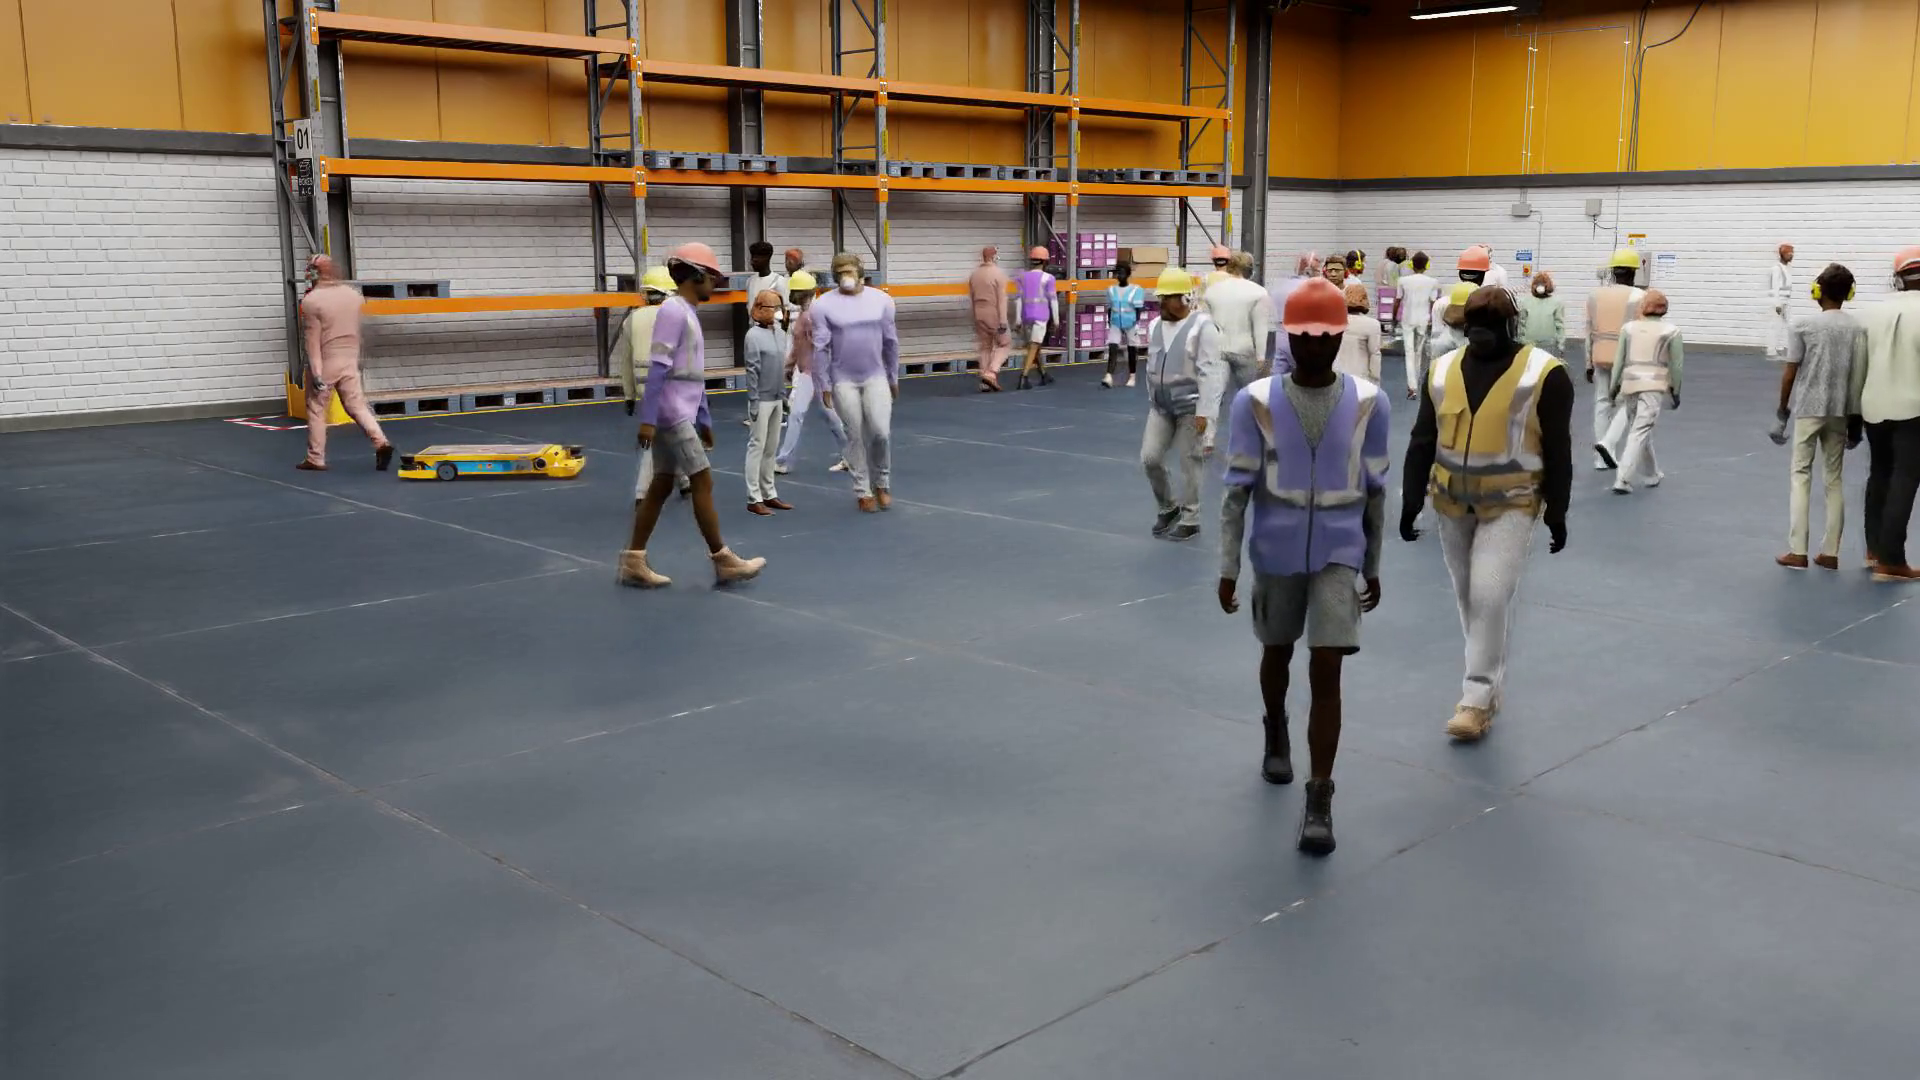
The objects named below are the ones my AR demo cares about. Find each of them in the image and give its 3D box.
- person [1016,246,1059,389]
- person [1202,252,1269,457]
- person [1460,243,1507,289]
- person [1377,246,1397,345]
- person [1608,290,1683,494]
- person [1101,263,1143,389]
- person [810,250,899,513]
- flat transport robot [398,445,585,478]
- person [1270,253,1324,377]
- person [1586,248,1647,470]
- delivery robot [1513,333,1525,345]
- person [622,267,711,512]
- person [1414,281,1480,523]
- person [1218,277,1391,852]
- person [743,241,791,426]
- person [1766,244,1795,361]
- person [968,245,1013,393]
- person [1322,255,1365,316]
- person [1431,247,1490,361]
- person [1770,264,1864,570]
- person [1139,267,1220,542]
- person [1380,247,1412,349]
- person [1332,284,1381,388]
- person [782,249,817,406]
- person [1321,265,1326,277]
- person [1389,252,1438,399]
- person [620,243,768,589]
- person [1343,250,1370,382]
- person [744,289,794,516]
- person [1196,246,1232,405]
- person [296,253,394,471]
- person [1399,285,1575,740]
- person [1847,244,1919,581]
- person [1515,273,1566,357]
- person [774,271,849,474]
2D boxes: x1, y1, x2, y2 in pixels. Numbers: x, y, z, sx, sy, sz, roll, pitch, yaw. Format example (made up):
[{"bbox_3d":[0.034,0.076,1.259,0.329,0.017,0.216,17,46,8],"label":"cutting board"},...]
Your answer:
[{"bbox_3d":[1.034,-2.941,22.052,0.561,1.880,0.988,7,12,33],"label":"person"},{"bbox_3d":[2.536,-1.718,15.398,0.700,1.867,1.043,6,12,29],"label":"person"},{"bbox_3d":[7.151,-3.114,22.890,0.636,1.910,0.406,6,12,31],"label":"person"},{"bbox_3d":[7.758,-4.399,30.130,0.456,1.820,0.696,0,10,1],"label":"person"},{"bbox_3d":[5.407,-1.167,13.134,0.858,1.585,0.523,-8,13,-39],"label":"person"},{"bbox_3d":[2.145,-2.826,21.982,0.544,1.644,0.861,5,11,24],"label":"person"},{"bbox_3d":[-0.753,-1.134,12.083,0.658,1.912,0.450,-2,11,-9],"label":"person"},{"bbox_3d":[-3.938,-0.670,14.027,1.431,0.197,0.652,-1,10,-5],"label":"flat transport robot"},{"bbox_3d":[3.293,-1.828,16.045,0.876,1.845,0.715,-4,11,-21],"label":"person"},{"bbox_3d":[5.607,-1.534,14.254,0.498,1.915,0.586,-9,14,-40],"label":"person"},{"bbox_3d":[9.338,-3.452,28.165,0.707,0.478,0.477,-6,12,-32],"label":"delivery robot"},{"bbox_3d":[-2.175,-1.123,12.371,0.598,1.783,0.936,7,13,34],"label":"person"},{"bbox_3d":[3.301,-0.874,11.173,0.492,1.719,0.662,-10,14,-42],"label":"person"},{"bbox_3d":[1.193,0.030,5.802,0.564,1.894,0.998,2,11,8],"label":"person"},{"bbox_3d":[-2.046,-2.172,17.596,0.609,1.963,0.368,9,14,40],"label":"person"},{"bbox_3d":[13.264,-3.811,26.780,0.621,1.872,0.472,-10,14,-43],"label":"person"},{"bbox_3d":[0.414,-2.828,21.340,0.431,1.894,0.655,-10,14,-42],"label":"person"},{"bbox_3d":[3.373,-1.646,15.050,0.566,1.846,0.389,3,11,16],"label":"person"},{"bbox_3d":[3.743,-1.183,12.277,0.542,1.938,0.357,5,11,24],"label":"person"},{"bbox_3d":[5.223,-0.734,10.097,0.515,1.855,0.372,1,10,3],"label":"person"},{"bbox_3d":[1.439,-0.885,11.003,0.597,1.814,0.433,9,14,41],"label":"person"},{"bbox_3d":[7.876,-4.284,29.525,0.782,1.824,0.641,1,10,5],"label":"person"},{"bbox_3d":[3.226,-1.295,13.750,0.507,1.628,0.283,8,13,36],"label":"person"},{"bbox_3d":[-1.918,-2.533,19.835,0.571,1.867,0.569,7,12,32],"label":"person"},{"bbox_3d":[6.574,-4.156,29.451,0.527,1.585,0.883,6,12,30],"label":"person"},{"bbox_3d":[5.646,-2.665,20.688,0.535,1.830,0.964,1,10,4],"label":"person"},{"bbox_3d":[-1.546,-0.701,9.546,0.932,1.973,0.697,-1,10,-6],"label":"person"},{"bbox_3d":[4.602,-2.413,19.212,0.808,1.841,0.531,-3,11,-15],"label":"person"},{"bbox_3d":[-1.397,-1.004,12.127,0.281,1.633,0.501,5,11,23],"label":"person"},{"bbox_3d":[3.156,-2.577,20.009,0.570,1.883,0.989,4,11,22],"label":"person"},{"bbox_3d":[-5.315,-1.507,14.230,0.880,1.874,0.646,6,12,28],"label":"person"},{"bbox_3d":[2.071,-0.112,6.759,0.661,1.816,0.782,10,14,43],"label":"person"},{"bbox_3d":[5.652,-0.742,9.799,0.664,1.971,0.745,-5,12,-27],"label":"person"},{"bbox_3d":[6.487,-2.176,18.606,0.544,1.608,0.446,4,11,21],"label":"person"},{"bbox_3d":[-1.279,-1.414,14.134,0.897,1.723,0.531,-1,10,-8],"label":"person"}]
